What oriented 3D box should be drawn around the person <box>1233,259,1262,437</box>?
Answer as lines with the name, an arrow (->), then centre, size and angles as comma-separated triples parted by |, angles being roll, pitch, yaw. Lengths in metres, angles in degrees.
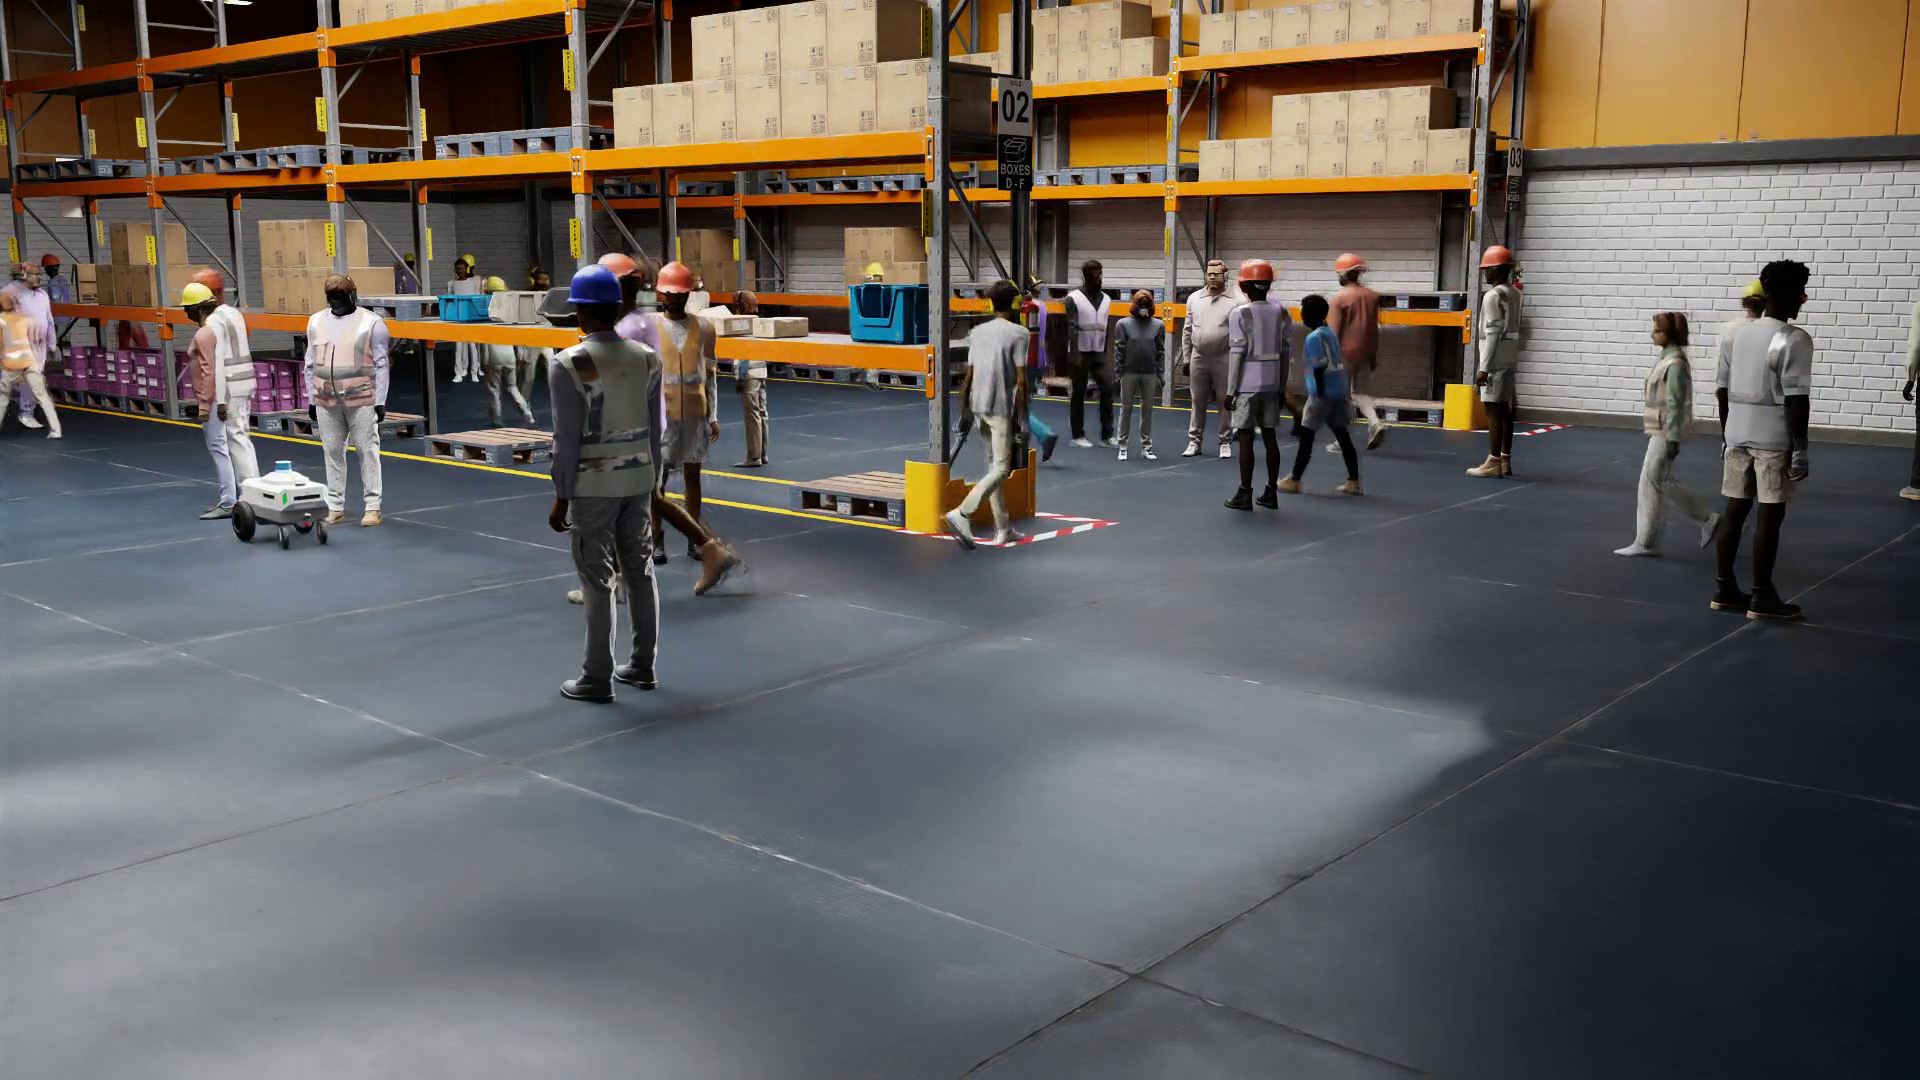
person -> 3.135, -2.066, 17.927 | 0.409, 1.909, 0.643 | 7, 12, 34

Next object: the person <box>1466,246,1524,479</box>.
person -> 4.709, -1.563, 14.681 | 0.390, 2.039, 0.614 | 8, 13, 38

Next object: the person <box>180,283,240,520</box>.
person -> -5.625, -1.034, 12.458 | 0.321, 1.765, 0.533 | -2, 10, -14

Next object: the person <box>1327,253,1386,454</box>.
person -> 3.863, -1.808, 16.255 | 0.630, 1.976, 0.586 | -6, 12, -31

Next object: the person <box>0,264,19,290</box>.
person -> -13.240, -2.988, 23.504 | 0.713, 1.785, 0.571 | -1, 10, -7

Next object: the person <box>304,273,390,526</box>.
person -> -4.471, -1.012, 12.124 | 0.625, 1.841, 0.429 | 1, 10, 4

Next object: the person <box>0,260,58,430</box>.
person -> -10.369, -2.172, 18.594 | 0.560, 1.878, 0.666 | 3, 10, 15

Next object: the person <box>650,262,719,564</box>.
person -> -1.812, -0.810, 10.693 | 0.550, 1.933, 0.374 | -4, 11, -22

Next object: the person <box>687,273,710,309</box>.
person -> -4.085, -3.321, 25.843 | 0.507, 1.633, 0.268 | -8, 13, -38

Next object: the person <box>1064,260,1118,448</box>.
person -> 1.366, -1.851, 16.736 | 0.602, 1.897, 0.714 | -7, 12, -34

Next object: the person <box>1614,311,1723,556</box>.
person -> 4.667, -0.683, 10.858 | 0.588, 1.620, 0.523 | 3, 10, 18

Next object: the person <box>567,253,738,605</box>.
person -> -1.764, -0.624, 9.466 | 0.893, 2.001, 0.608 | 0, 10, 1

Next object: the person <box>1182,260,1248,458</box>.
person -> 2.448, -1.741, 16.072 | 0.639, 1.911, 0.406 | 4, 11, 22

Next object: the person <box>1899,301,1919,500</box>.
person -> 7.890, -1.302, 13.326 | 0.611, 1.995, 0.380 | 1, 10, 8

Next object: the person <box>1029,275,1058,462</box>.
person -> 0.643, -1.607, 15.548 | 0.690, 1.827, 0.566 | 8, 13, 39

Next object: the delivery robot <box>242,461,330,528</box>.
delivery robot -> -4.648, -0.302, 11.462 | 0.707, 0.478, 0.477 | 10, 14, 44

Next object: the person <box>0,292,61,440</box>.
person -> -9.941, -1.814, 17.463 | 0.965, 1.553, 0.526 | 3, 10, 16

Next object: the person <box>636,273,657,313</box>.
person -> -4.912, -3.358, 26.058 | 0.278, 1.633, 0.498 | 7, 12, 34

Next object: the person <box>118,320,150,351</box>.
person -> -11.840, -3.028, 23.934 | 0.892, 1.710, 0.521 | 1, 10, 8

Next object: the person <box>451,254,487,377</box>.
person -> -7.701, -3.525, 26.184 | 0.593, 1.922, 0.383 | -2, 10, -14

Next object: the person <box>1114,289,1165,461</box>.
person -> 1.717, -1.572, 15.887 | 0.498, 1.633, 0.282 | -1, 10, -8

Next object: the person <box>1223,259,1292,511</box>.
person -> 2.283, -1.196, 12.882 | 0.553, 1.935, 0.361 | -4, 11, -24

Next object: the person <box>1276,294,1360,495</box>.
person -> 2.982, -1.186, 13.677 | 0.732, 1.646, 0.543 | 7, 12, 33

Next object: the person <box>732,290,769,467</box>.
person -> -1.943, -1.490, 15.417 | 0.315, 1.636, 0.514 | 2, 10, 12

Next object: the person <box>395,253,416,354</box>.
person -> -10.466, -4.504, 31.754 | 0.594, 1.922, 0.376 | -7, 12, -35

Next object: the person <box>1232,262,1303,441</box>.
person -> 3.246, -1.964, 17.407 | 0.862, 1.896, 0.548 | -1, 10, -7

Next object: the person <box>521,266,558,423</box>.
person -> -4.811, -2.210, 19.022 | 0.556, 1.814, 1.008 | -8, 13, -39

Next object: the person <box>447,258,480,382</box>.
person -> -7.479, -3.307, 25.112 | 0.535, 1.864, 0.309 | -2, 10, -9

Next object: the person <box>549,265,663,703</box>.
person -> -1.584, -0.247, 7.450 | 0.391, 1.948, 0.606 | 7, 12, 36

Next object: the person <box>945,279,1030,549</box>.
person -> 0.176, -0.831, 11.140 | 0.547, 1.829, 0.858 | 9, 13, 41

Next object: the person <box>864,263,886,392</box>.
person -> -1.158, -2.965, 23.317 | 0.488, 1.815, 0.596 | 6, 12, 32

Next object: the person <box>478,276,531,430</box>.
person -> -4.881, -1.942, 17.740 | 0.531, 1.731, 0.488 | 9, 13, 42

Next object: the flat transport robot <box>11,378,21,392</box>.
flat transport robot -> -13.221, -2.152, 23.072 | 1.431, 0.197, 0.652 | -9, 14, -42

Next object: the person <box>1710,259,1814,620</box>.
person -> 4.422, -0.552, 9.133 | 0.362, 1.963, 0.614 | -3, 10, -16

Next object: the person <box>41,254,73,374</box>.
person -> -13.451, -3.286, 24.796 | 0.375, 1.934, 0.547 | -2, 10, -12

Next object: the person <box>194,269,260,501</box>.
person -> -5.544, -1.111, 12.610 | 0.381, 1.869, 0.610 | -1, 10, -8

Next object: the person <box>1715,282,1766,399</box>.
person -> 6.715, -1.316, 14.144 | 0.551, 1.721, 0.870 | 6, 11, 29
